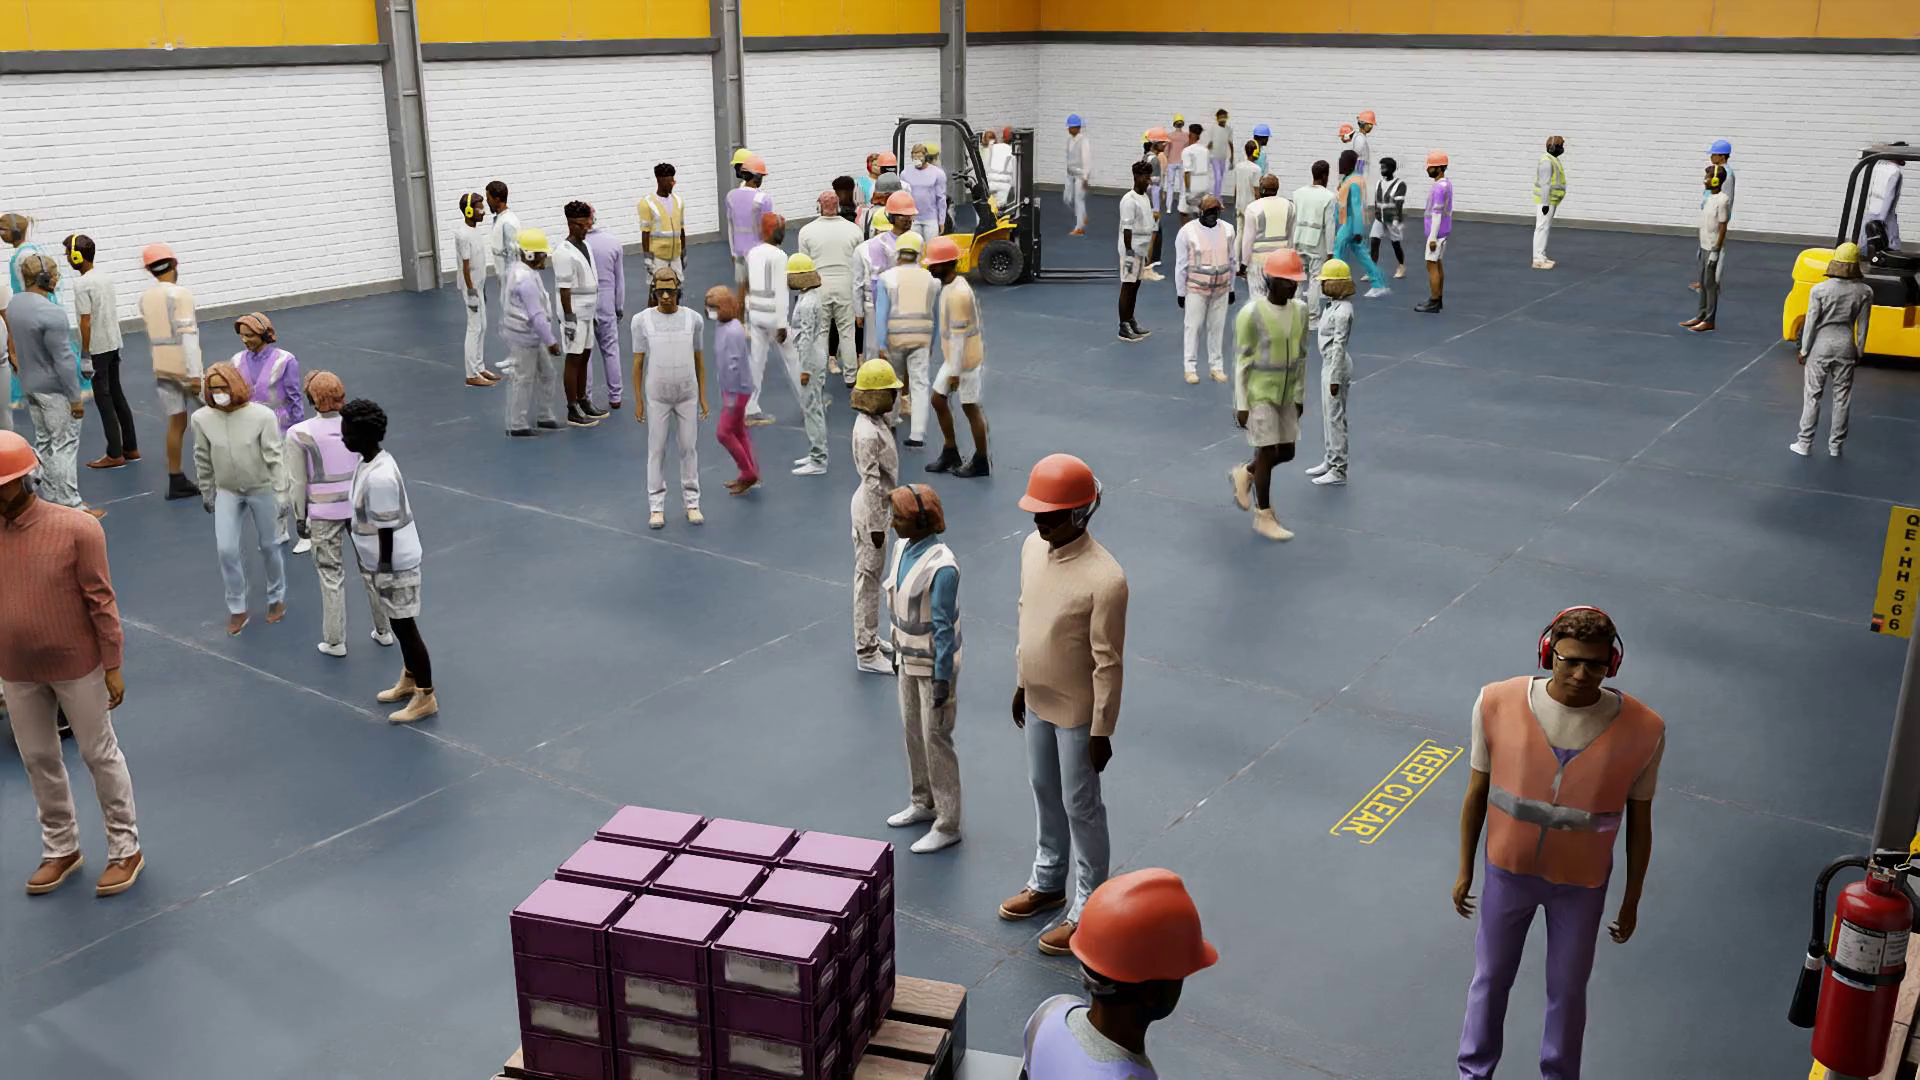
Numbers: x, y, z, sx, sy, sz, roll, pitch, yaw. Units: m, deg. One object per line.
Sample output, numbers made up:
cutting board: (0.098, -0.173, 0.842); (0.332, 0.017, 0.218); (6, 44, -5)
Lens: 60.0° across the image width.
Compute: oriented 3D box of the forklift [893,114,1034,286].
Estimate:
forklift: (-0.171, -4.594, 22.377); (2.313, 2.155, 1.214); (1, 18, 3)

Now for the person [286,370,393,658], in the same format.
person: (-3.495, -0.147, 9.387); (0.513, 1.630, 0.318); (-14, 22, -37)

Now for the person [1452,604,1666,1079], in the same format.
person: (1.869, 1.060, 5.277); (0.567, 1.841, 0.402); (7, 19, 20)

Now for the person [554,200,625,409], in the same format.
person: (-3.352, -2.111, 15.076); (0.643, 1.908, 0.411); (-10, 20, -29)

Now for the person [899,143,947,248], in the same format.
person: (-0.480, -4.049, 21.112); (0.635, 1.929, 0.383); (5, 18, 16)

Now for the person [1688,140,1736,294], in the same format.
person: (9.710, -4.152, 21.393); (0.405, 1.946, 0.609); (3, 18, 9)

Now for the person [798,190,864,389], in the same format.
person: (-1.240, -2.399, 15.999); (0.649, 1.900, 0.397); (-4, 18, -13)

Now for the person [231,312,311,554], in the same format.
person: (-4.618, -0.720, 11.174); (0.524, 1.631, 0.319); (4, 18, 13)

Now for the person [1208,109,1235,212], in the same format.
person: (4.727, -6.859, 30.074); (0.626, 1.815, 0.864); (-6, 19, -19)

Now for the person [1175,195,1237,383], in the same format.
person: (2.403, -2.446, 16.256); (0.635, 1.831, 0.429); (-5, 19, -17)

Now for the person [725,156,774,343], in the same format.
person: (-2.247, -3.151, 18.137); (0.612, 2.030, 0.404); (11, 21, 31)

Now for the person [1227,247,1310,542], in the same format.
person: (2.112, -1.025, 11.508); (0.606, 2.024, 0.677); (-10, 20, -30)

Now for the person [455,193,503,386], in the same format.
person: (-4.700, -2.427, 16.146); (0.321, 1.861, 0.515); (-1, 18, -2)

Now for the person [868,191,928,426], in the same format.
person: (-0.512, -2.028, 14.596); (0.375, 2.044, 0.605); (16, 24, 41)

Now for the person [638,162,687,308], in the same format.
person: (-3.232, -3.147, 18.238); (0.380, 1.958, 0.604); (16, 23, 40)

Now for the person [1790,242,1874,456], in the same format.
person: (7.122, -1.553, 13.594); (0.494, 1.743, 0.306); (3, 18, 10)

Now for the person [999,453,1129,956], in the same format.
person: (0.390, 0.626, 6.397); (0.398, 1.988, 0.615); (-10, 20, -29)

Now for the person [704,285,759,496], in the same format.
person: (-1.684, -1.103, 12.391); (0.412, 1.610, 0.553); (-7, 19, -22)

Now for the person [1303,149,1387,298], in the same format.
person: (4.952, -3.977, 20.984); (1.037, 1.876, 0.585); (3, 18, 9)

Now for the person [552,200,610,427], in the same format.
person: (-3.344, -1.994, 14.617); (0.372, 1.963, 0.608); (3, 18, 8)

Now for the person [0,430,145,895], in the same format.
person: (-3.723, 0.509, 6.768); (0.624, 1.981, 0.406); (-1, 18, -2)

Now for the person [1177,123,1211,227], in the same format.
person: (3.516, -5.201, 24.706); (0.618, 1.922, 0.576); (-13, 22, -35)

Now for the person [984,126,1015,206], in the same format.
person: (0.653, -5.362, 25.340); (0.611, 1.841, 0.742); (11, 21, 31)

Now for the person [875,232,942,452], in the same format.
person: (-0.453, -1.672, 13.935); (0.601, 1.760, 0.937); (-5, 19, -16)

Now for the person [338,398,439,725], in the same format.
person: (-2.931, 0.101, 8.517); (0.322, 1.688, 0.537); (-9, 20, -26)

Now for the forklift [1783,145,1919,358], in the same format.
forklift: (9.803, -2.879, 17.013); (2.313, 2.155, 1.214); (12, 21, 33)

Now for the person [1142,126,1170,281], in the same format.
person: (2.605, -4.520, 22.389); (0.396, 2.042, 0.610); (-2, 18, -6)

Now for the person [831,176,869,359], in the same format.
person: (-1.042, -2.851, 17.411); (0.618, 1.914, 0.713); (12, 21, 32)

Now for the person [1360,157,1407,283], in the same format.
person: (5.768, -4.314, 22.374); (0.848, 1.653, 0.532); (-16, 23, -40)

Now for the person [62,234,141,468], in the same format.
person: (-6.851, -1.496, 13.239); (0.337, 1.858, 0.523); (0, 18, 0)

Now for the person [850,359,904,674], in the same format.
person: (-0.451, -0.137, 9.165); (0.297, 1.745, 0.484); (-1, 18, -2)

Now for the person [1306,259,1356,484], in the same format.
person: (2.859, -1.295, 12.806); (0.332, 1.734, 0.482); (2, 18, 5)

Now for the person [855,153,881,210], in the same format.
person: (-1.069, -3.865, 20.661); (0.390, 1.846, 0.565); (13, 22, 36)

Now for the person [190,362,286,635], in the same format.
person: (-4.185, -0.240, 9.705); (0.527, 1.609, 0.601); (-3, 18, -9)
